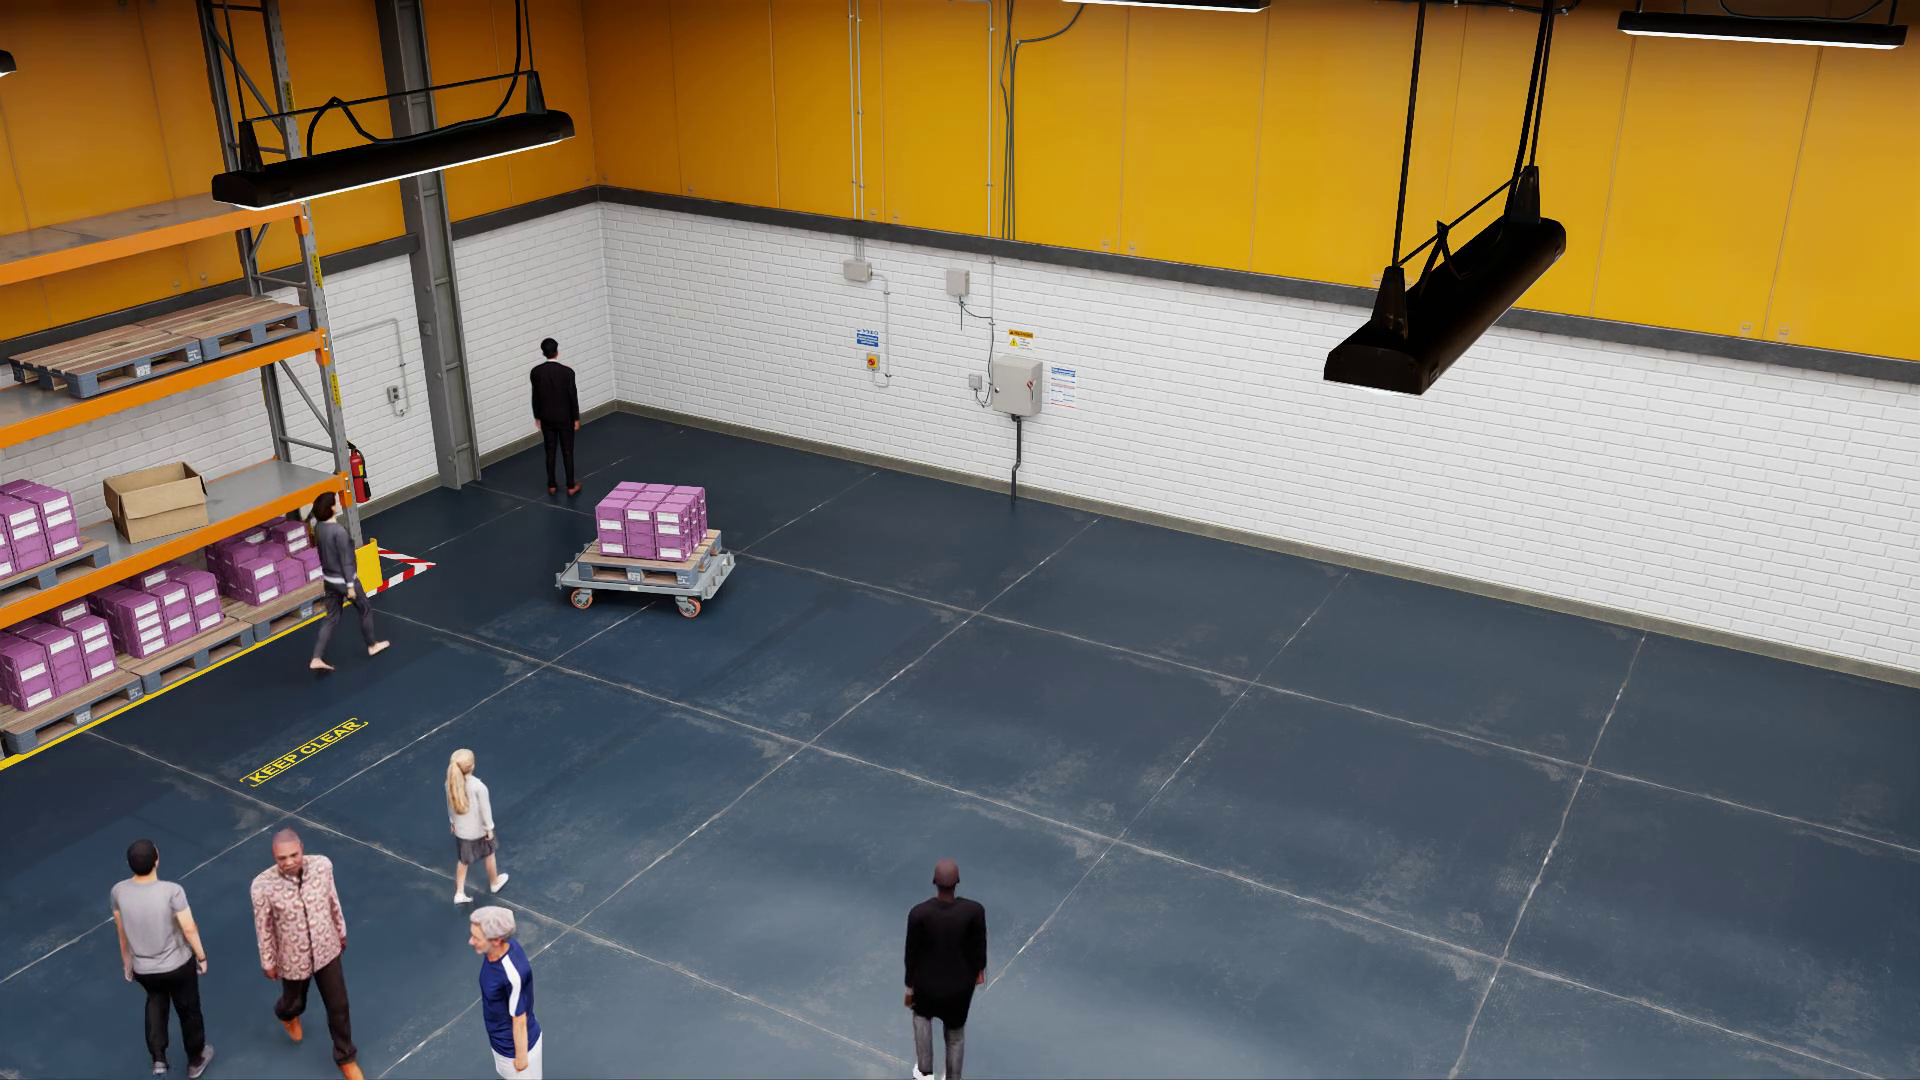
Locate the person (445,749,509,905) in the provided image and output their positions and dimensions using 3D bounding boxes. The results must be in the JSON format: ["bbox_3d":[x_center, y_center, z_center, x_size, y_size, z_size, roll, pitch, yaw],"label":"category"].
[{"bbox_3d":[-3.592,2.108,12.140,0.623,1.265,0.802,6,24,14],"label":"person"}]

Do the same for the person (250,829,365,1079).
[{"bbox_3d":[-4.150,2.550,10.475,1.141,1.789,1.007,-18,29,-35],"label":"person"}]

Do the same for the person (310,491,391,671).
[{"bbox_3d":[-5.821,0.412,15.437,0.612,1.732,1.061,12,27,26],"label":"person"}]

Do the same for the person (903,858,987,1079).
[{"bbox_3d":[-0.090,2.748,10.068,0.827,1.752,0.871,-3,24,-8],"label":"person"}]

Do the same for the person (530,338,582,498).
[{"bbox_3d":[-4.740,-1.441,19.501,0.795,1.871,0.766,2,24,5],"label":"person"}]

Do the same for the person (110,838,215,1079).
[{"bbox_3d":[-4.965,2.656,10.292,0.793,1.741,0.847,-1,24,-3],"label":"person"}]

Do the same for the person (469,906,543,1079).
[{"bbox_3d":[-2.588,2.883,9.675,0.701,1.820,0.706,-15,28,-30],"label":"person"}]
